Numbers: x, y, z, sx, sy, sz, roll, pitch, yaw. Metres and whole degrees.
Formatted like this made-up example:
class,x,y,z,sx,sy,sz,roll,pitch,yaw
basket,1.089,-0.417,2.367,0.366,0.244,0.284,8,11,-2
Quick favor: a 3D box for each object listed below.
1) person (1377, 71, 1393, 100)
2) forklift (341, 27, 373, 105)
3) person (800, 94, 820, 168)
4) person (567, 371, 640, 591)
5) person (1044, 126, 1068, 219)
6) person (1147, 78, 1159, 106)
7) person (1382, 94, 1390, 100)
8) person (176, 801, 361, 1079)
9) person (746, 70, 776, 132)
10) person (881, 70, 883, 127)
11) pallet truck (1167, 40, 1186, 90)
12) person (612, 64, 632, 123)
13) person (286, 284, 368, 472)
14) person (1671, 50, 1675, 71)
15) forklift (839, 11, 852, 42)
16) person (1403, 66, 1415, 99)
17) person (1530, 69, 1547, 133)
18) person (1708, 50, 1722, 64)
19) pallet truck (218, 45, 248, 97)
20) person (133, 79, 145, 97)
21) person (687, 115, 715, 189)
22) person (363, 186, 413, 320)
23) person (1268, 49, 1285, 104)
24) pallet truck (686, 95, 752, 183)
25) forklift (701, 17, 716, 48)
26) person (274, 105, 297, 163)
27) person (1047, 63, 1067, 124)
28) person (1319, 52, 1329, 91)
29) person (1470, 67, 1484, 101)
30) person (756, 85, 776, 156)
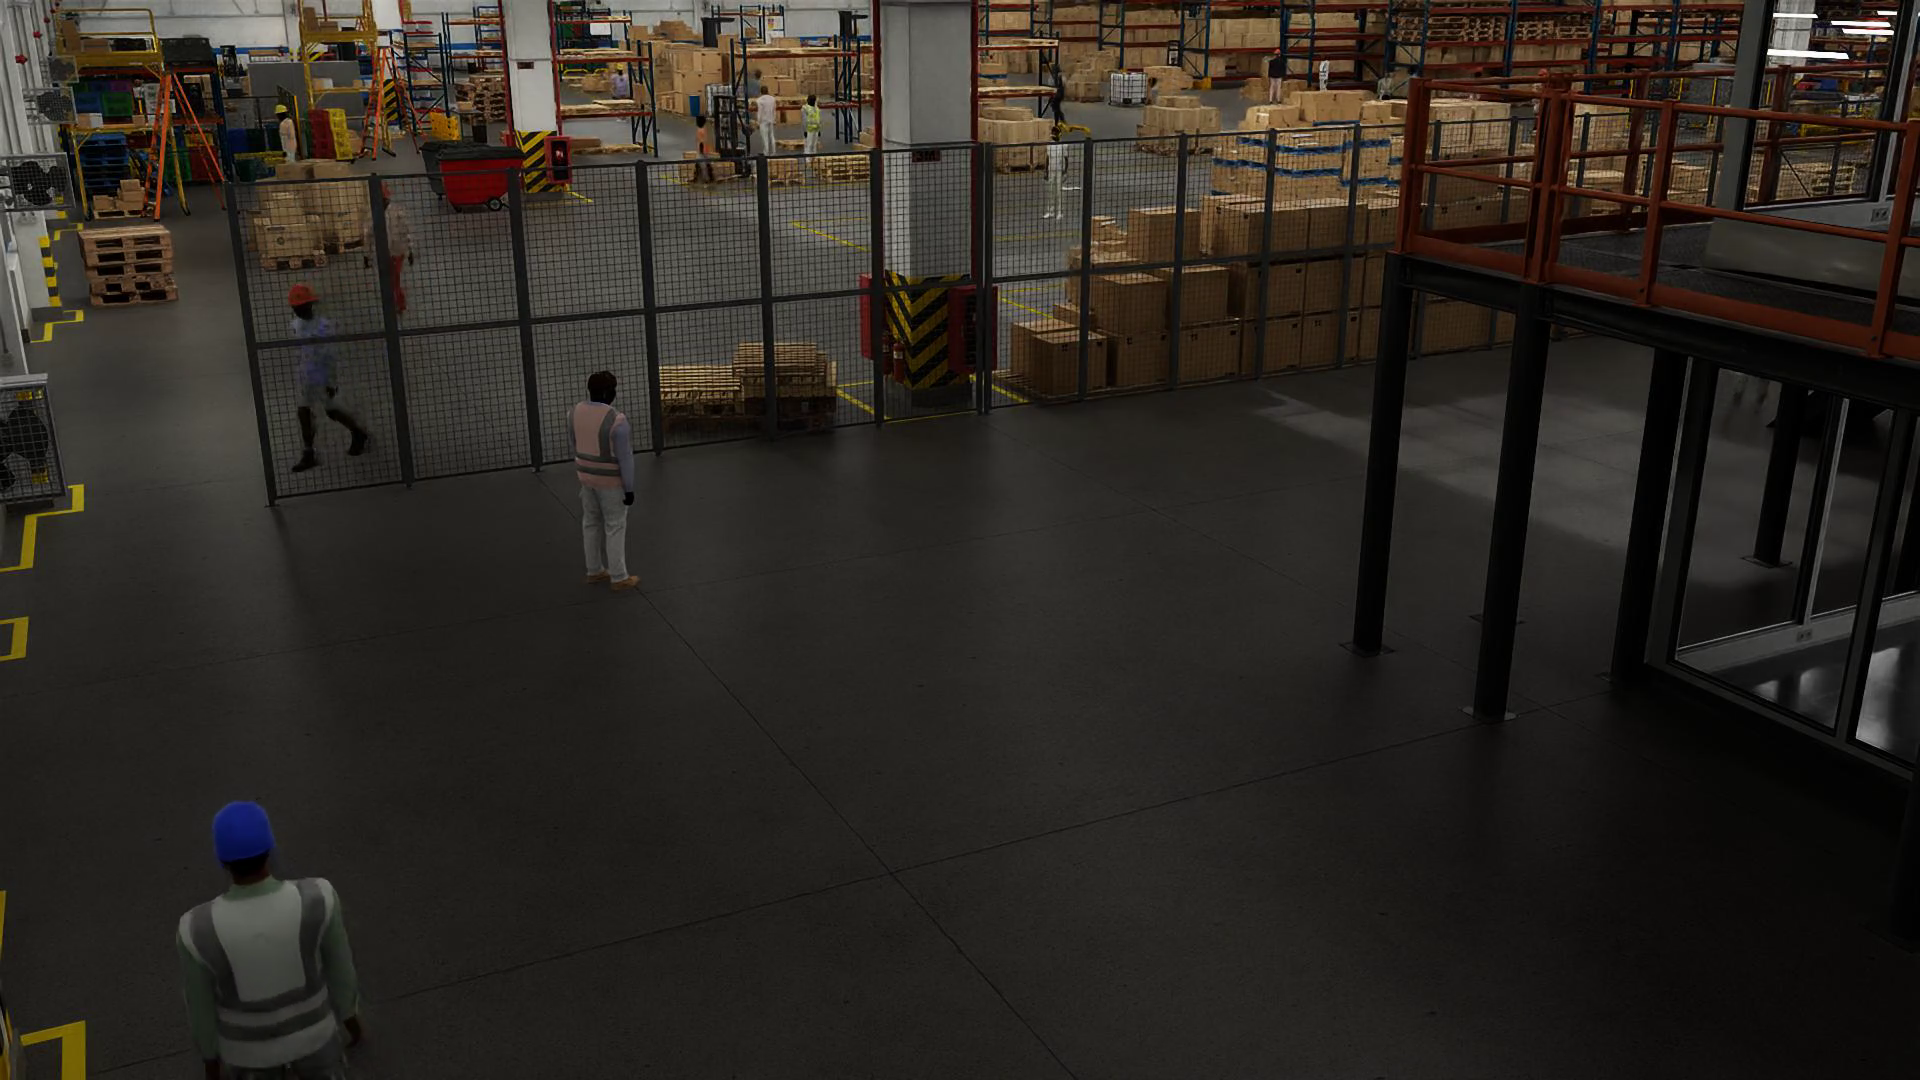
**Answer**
class,x,y,z,sx,sy,sz,roll,pitch,yaw
person,14.280,-14.921,55.827,0.548,1.609,0.519,1,19,3
forklift,-22.275,-17.346,60.954,1.873,2.768,1.129,-9,21,-25
person,-3.797,-10.492,42.665,0.429,1.838,0.621,12,22,31
person,-2.907,-0.486,13.671,0.619,1.836,0.431,11,22,29
person,1.956,-7.488,33.913,0.521,1.865,0.328,11,22,30
person,5.590,-12.653,48.928,0.802,1.831,0.555,12,22,31
person,10.559,-10.138,41.509,0.598,1.917,0.378,4,19,12
person,-2.672,1.924,6.515,0.625,1.936,0.526,-9,21,-23
person,-6.232,-13.629,51.679,1.005,1.874,0.676,3,19,10
person,-2.335,-13.970,52.589,0.377,1.940,0.629,-12,22,-31
pallet truck,9.045,-19.971,69.895,0.823,1.965,1.885,-3,19,-8
person,-11.080,-14.657,54.652,0.590,1.897,0.840,-7,20,-21
person,-6.560,-1.701,17.084,0.555,1.910,0.885,9,21,25
person,30.323,-20.222,71.186,0.509,1.619,0.407,-6,20,-18
forklift,-5.723,-25.043,83.266,1.873,2.768,1.129,-9,21,-25
person,15.580,-15.609,57.755,0.599,1.652,0.589,-4,19,-11
person,17.877,-13.514,51.268,0.551,1.935,0.371,-3,19,-10
person,31.102,-19.345,68.606,0.537,1.661,0.855,0,19,0
pallet truck,-28.879,-18.665,66.111,0.823,1.965,1.885,-3,19,-9
person,-25.329,-13.405,51.421,0.521,1.632,0.314,6,20,17
person,-6.048,-8.987,38.539,0.765,1.660,0.546,5,20,14
person,-8.330,-4.157,24.146,0.651,1.934,1.042,1,19,3
person,11.848,-17.353,62.308,0.611,1.996,0.378,6,20,17
pallet truck,-5.836,-9.608,39.856,0.823,1.965,1.885,10,22,27
forklift,-10.921,-21.323,72.480,1.873,2.768,1.129,-9,21,-25
person,-15.559,-9.085,38.468,0.386,1.915,0.586,0,19,-1
person,3.160,-14.353,53.546,0.832,2.000,0.689,18,26,42
person,13.616,-17.309,62.352,0.356,1.883,0.574,-5,20,-13
person,16.421,-14.168,53.217,0.891,1.907,0.556,2,19,5
person,-5.179,-11.159,44.439,0.354,1.937,0.635,15,24,37
